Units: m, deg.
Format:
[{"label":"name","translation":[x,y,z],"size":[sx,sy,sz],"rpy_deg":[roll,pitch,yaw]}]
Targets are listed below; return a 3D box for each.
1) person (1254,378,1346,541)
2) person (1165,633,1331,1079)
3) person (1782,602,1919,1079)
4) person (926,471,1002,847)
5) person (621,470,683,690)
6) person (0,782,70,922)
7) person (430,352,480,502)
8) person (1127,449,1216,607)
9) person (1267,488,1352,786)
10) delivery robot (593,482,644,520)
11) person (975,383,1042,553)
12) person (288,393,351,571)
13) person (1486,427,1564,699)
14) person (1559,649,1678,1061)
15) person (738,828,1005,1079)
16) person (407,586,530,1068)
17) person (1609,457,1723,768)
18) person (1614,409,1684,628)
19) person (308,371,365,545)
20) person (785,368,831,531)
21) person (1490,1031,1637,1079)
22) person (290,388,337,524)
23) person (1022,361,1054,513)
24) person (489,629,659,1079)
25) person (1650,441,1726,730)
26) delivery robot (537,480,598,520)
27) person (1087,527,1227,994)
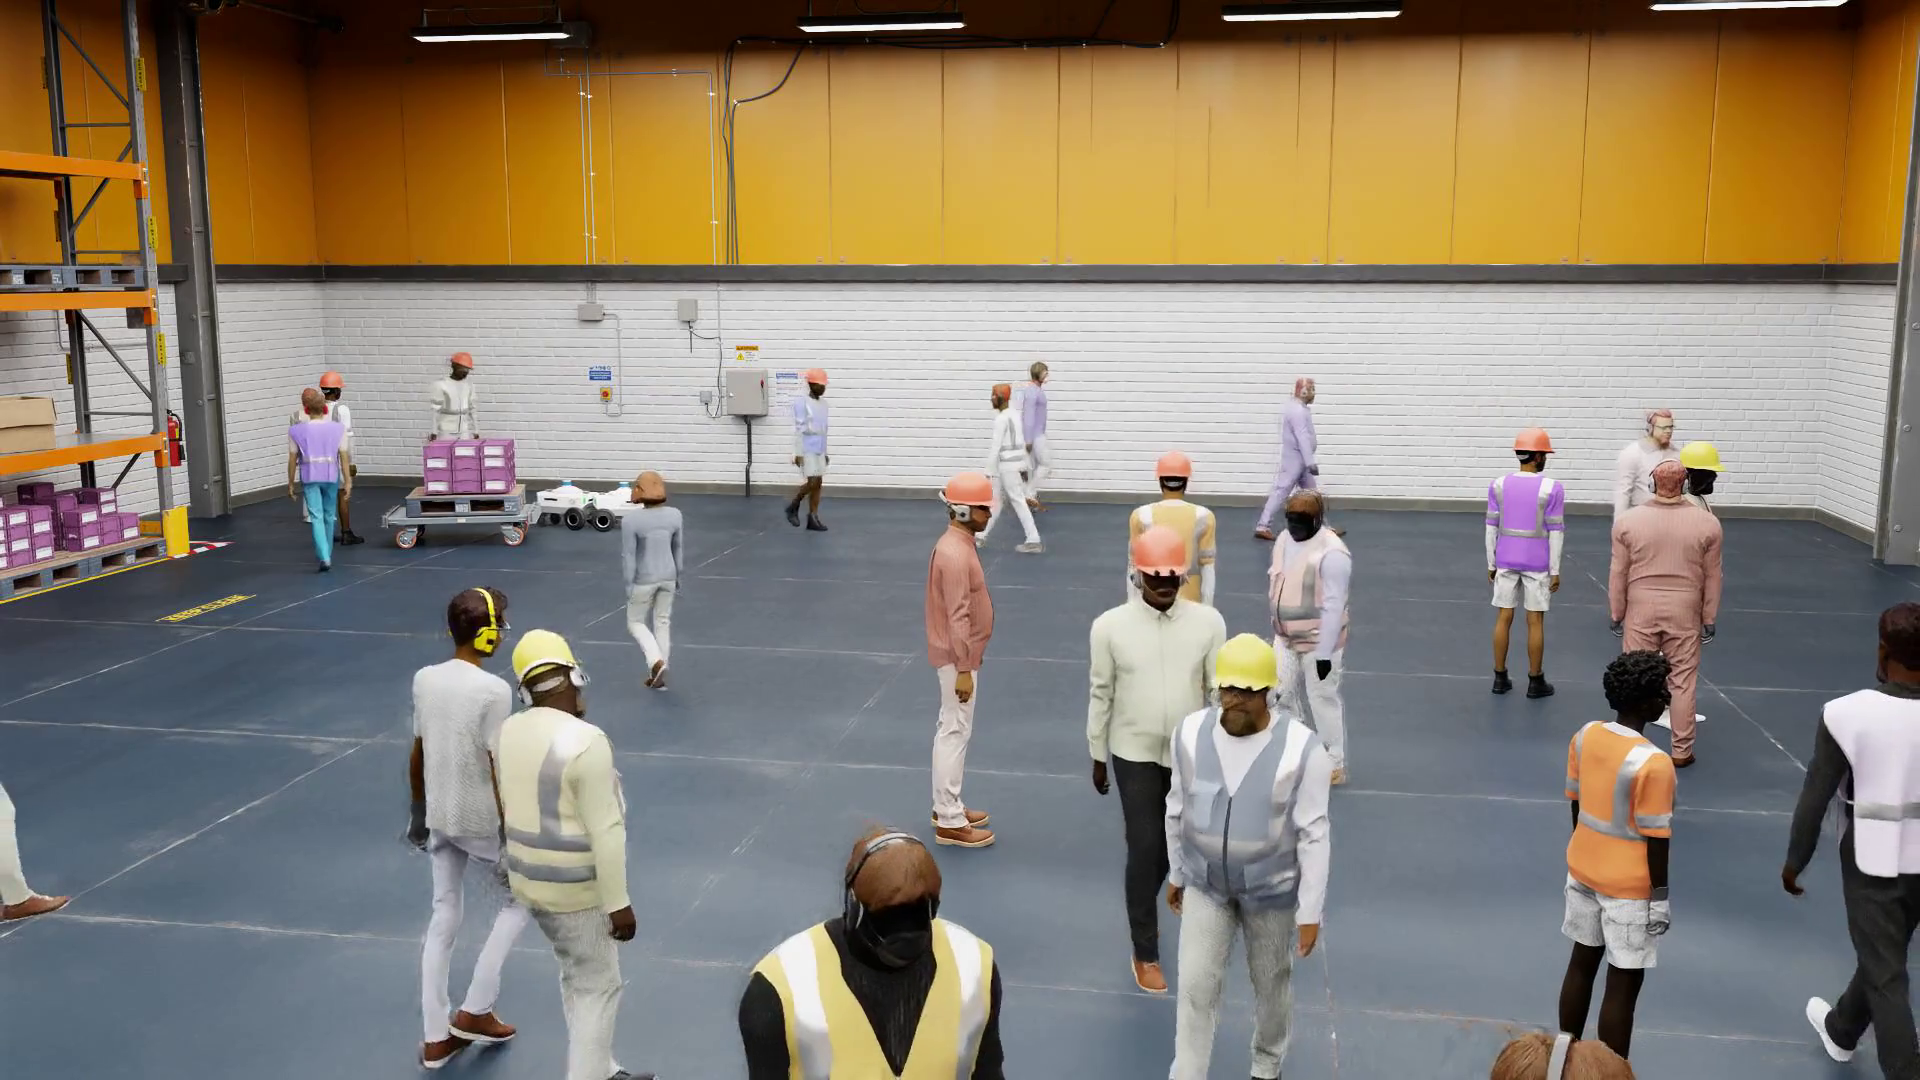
[{"label":"person","translation":[3.819,-0.897,18.734],"size":[1.014,1.853,0.657],"rpy_deg":[3,9,15]},{"label":"person","translation":[0.948,1.220,5.756],"size":[0.622,1.791,0.875],"rpy_deg":[4,10,25]},{"label":"person","translation":[3.327,1.143,6.015],"size":[0.616,1.861,0.990],"rpy_deg":[0,9,2]},{"label":"person","translation":[0.020,0.620,8.871],"size":[0.400,1.989,0.623],"rpy_deg":[0,9,-3]},{"label":"person","translation":[-2.191,0.306,11.970],"size":[0.505,1.620,0.434],"rpy_deg":[-7,11,-36]},{"label":"person","translation":[-4.618,0.921,7.506],"size":[0.536,1.832,0.933],"rpy_deg":[6,11,34]},{"label":"person","translation":[-6.606,-1.439,21.661],"size":[0.532,1.995,0.686],"rpy_deg":[8,12,40]},{"label":"person","translation":[1.331,0.380,10.586],"size":[0.546,1.925,0.396],"rpy_deg":[0,9,0]},{"label":"person","translation":[2.057,0.583,9.681],"size":[0.570,1.803,0.644],"rpy_deg":[-5,10,-27]},{"label":"delivery robot","translation":[-3.949,-0.439,19.601],"size":[0.707,0.478,0.477],"rpy_deg":[-1,9,-6]},{"label":"person","translation":[0.468,-0.772,18.031],"size":[0.992,1.824,0.585],"rpy_deg":[3,10,19]},{"label":"person","translation":[-6.557,-0.598,17.032],"size":[0.579,1.804,0.935],"rpy_deg":[-5,11,-29]},{"label":"person","translation":[4.035,0.161,11.896],"size":[0.547,1.934,0.376],"rpy_deg":[7,12,37]},{"label":"person","translation":[2.385,1.227,6.016],"size":[0.319,1.695,0.538],"rpy_deg":[-2,9,-12]},{"label":"person","translation":[-0.194,1.517,3.836],"size":[0.635,1.820,0.504],"rpy_deg":[-3,10,-19]},{"label":"person","translation":[-1.901,1.094,6.384],"size":[0.679,1.842,0.515],"rpy_deg":[5,10,28]},{"label":"person","translation":[4.314,0.445,10.212],"size":[0.643,1.913,0.411],"rpy_deg":[3,10,20]},{"label":"person","translation":[5.857,-0.158,13.988],"size":[0.672,1.898,0.481],"rpy_deg":[-3,10,-16]},{"label":"person","translation":[-6.943,-0.903,18.493],"size":[0.545,1.938,0.358],"rpy_deg":[3,10,19]},{"label":"person","translation":[-1.732,-1.057,19.503],"size":[0.489,1.918,0.571],"rpy_deg":[6,11,34]},{"label":"person","translation":[1.048,1.695,2.757],"size":[0.829,1.810,0.650],"rpy_deg":[4,10,25]},{"label":"person","translation":[-7.800,-1.011,20.091],"size":[0.513,1.639,0.309],"rpy_deg":[-4,10,-22]},{"label":"person","translation":[0.988,-1.282,20.905],"size":[0.438,1.926,0.633],"rpy_deg":[1,9,4]},{"label":"person","translation":[-1.362,1.212,5.909],"size":[0.464,1.787,0.640],"rpy_deg":[-9,13,-43]},{"label":"person","translation":[4.841,0.300,11.058],"size":[0.374,1.925,0.595],"rpy_deg":[7,11,35]},{"label":"delivery robot","translation":[-4.667,-0.467,19.775],"size":[0.707,0.478,0.477],"rpy_deg":[3,10,20]},{"label":"person","translation":[0.854,0.890,7.314],"size":[0.616,1.970,0.882],"rpy_deg":[-2,9,-9]}]
